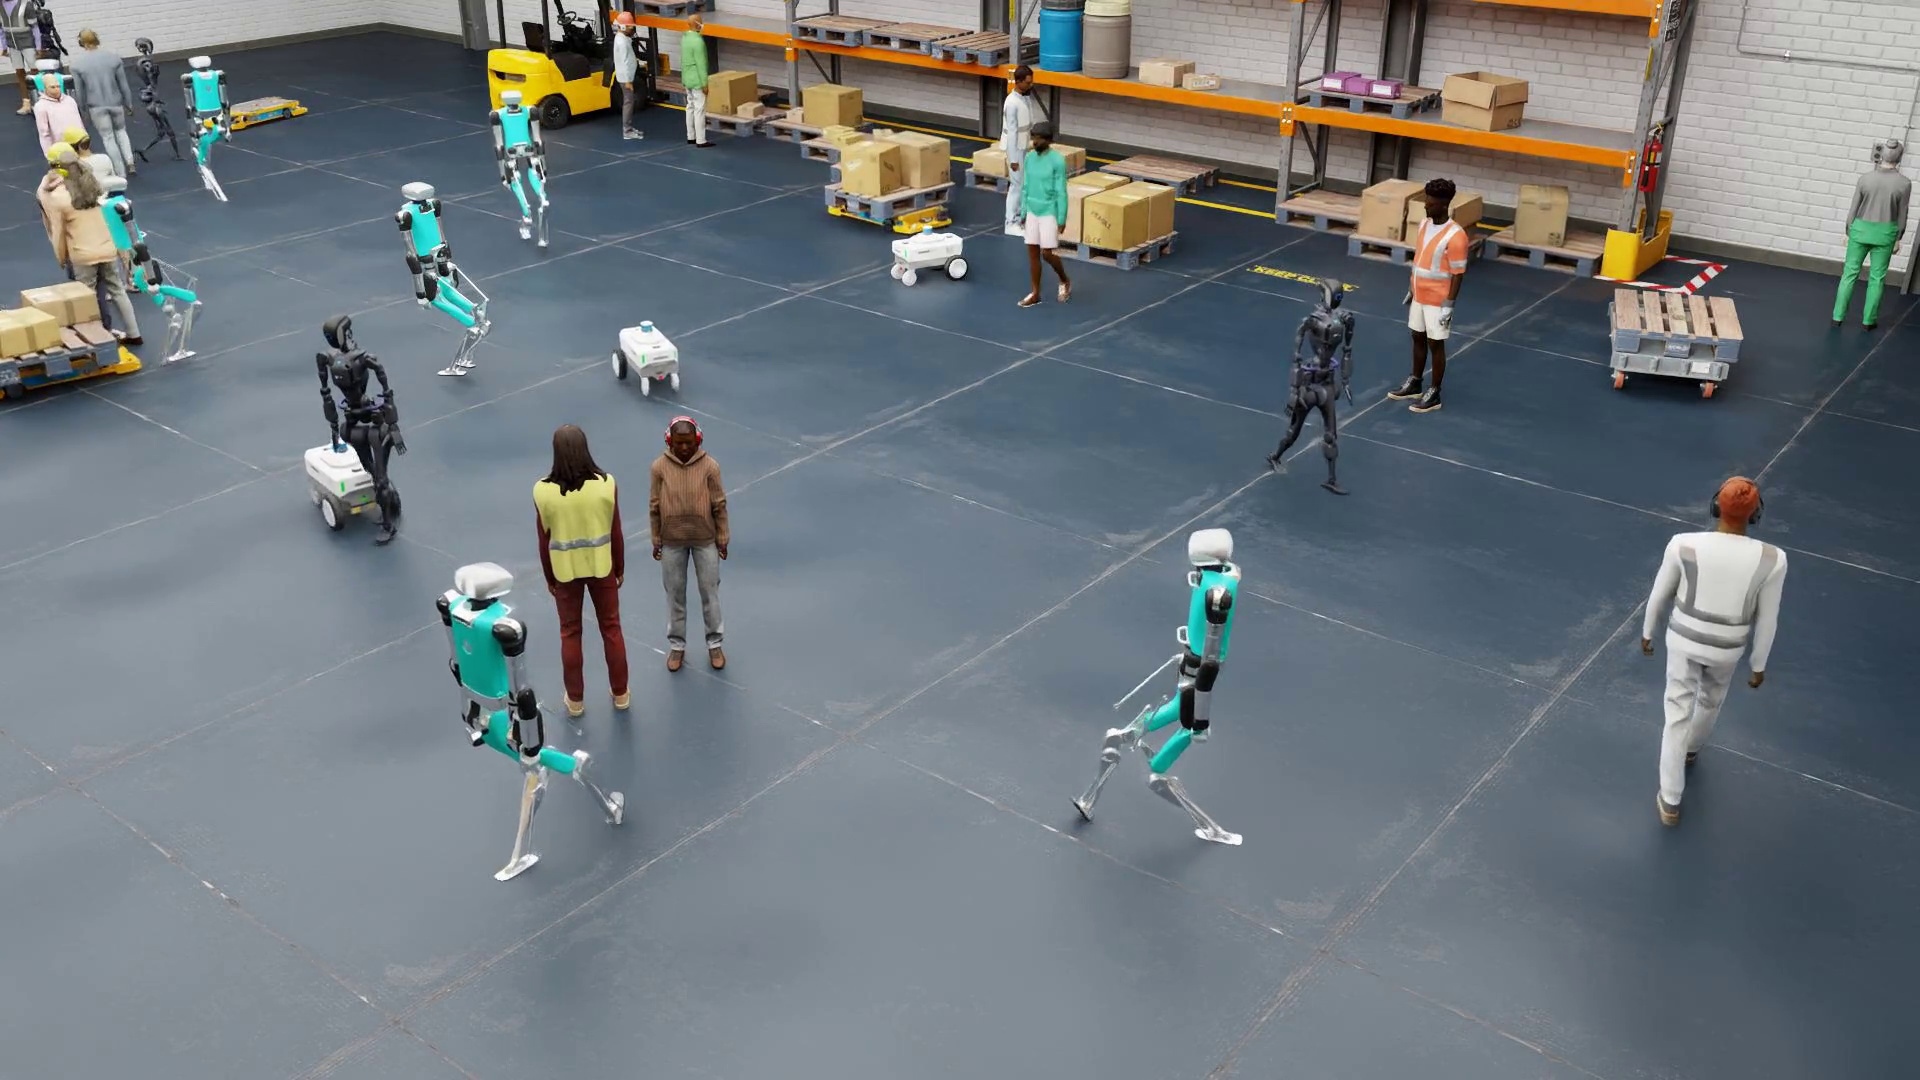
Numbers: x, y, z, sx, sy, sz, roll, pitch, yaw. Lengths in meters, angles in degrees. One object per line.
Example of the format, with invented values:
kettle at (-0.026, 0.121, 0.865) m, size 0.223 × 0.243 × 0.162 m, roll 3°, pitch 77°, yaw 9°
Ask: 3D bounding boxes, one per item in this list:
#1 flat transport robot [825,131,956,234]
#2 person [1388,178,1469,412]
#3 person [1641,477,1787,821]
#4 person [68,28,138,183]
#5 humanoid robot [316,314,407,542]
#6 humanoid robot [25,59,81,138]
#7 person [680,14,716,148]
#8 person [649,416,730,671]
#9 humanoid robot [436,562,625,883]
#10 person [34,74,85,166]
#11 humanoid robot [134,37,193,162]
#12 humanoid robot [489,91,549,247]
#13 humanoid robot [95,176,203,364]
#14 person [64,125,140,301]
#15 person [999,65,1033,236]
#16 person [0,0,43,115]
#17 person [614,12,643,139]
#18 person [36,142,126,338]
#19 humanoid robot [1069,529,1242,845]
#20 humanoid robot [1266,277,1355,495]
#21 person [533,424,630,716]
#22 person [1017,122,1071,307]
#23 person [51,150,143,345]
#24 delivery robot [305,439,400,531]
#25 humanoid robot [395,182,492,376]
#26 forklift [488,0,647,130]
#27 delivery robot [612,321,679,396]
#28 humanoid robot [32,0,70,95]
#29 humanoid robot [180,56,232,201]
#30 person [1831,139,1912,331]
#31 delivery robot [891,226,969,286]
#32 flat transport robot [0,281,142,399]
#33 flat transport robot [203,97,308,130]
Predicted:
flat transport robot at (-0.827, -3.865, 19.574) m, size 1.431 × 0.231 × 0.659 m, roll 23°, pitch 34°, yaw 39°
person at (3.919, -2.039, 13.843) m, size 0.362 × 1.963 × 0.611 m, roll -8°, pitch 27°, yaw -17°
person at (3.900, 0.496, 8.729) m, size 0.604 × 1.841 × 0.923 m, roll 8°, pitch 27°, yaw 17°
person at (-10.821, -5.483, 21.023) m, size 0.634 × 1.919 × 0.509 m, roll -20°, pitch 32°, yaw -36°
humanoid robot at (-4.155, -0.817, 11.658) m, size 0.589 × 1.629 × 0.568 m, roll 6°, pitch 26°, yaw 12°
humanoid robot at (-10.934, -5.010, 20.272) m, size 0.563 × 1.736 × 0.952 m, roll -9°, pitch 27°, yaw -17°
person at (-3.635, -6.322, 22.933) m, size 0.385 × 1.776 × 0.546 m, roll -16°, pitch 30°, yaw -30°
person at (-1.611, 0.008, 9.972) m, size 0.468 × 1.646 × 0.326 m, roll -1°, pitch 26°, yaw -3°
humanoid robot at (-2.036, 0.832, 8.219) m, size 0.562 × 1.814 × 0.887 m, roll 18°, pitch 31°, yaw 32°
person at (-10.224, -4.432, 19.023) m, size 0.415 × 1.774 × 0.537 m, roll 15°, pitch 30°, yaw 29°
humanoid robot at (-10.711, -5.826, 22.070) m, size 0.685 × 1.633 × 0.612 m, roll -13°, pitch 29°, yaw -26°
humanoid robot at (-4.729, -3.964, 18.137) m, size 0.543 × 1.750 × 1.043 m, roll -11°, pitch 28°, yaw -22°
humanoid robot at (-7.139, -2.384, 14.853) m, size 0.530 × 1.817 × 0.766 m, roll 23°, pitch 34°, yaw 39°
person at (-8.608, -3.262, 16.614) m, size 0.371 × 1.756 × 0.550 m, roll 10°, pitch 27°, yaw 19°
person at (0.660, -4.401, 18.806) m, size 0.417 × 1.903 × 0.613 m, roll 8°, pitch 27°, yaw 16°
person at (-14.035, -7.394, 24.845) m, size 0.605 × 2.045 × 0.385 m, roll 1°, pitch 26°, yaw 3°
person at (-4.670, -6.541, 23.423) m, size 0.351 × 1.737 × 0.575 m, roll -4°, pitch 26°, yaw -9°
person at (-8.168, -2.734, 15.400) m, size 0.791 × 1.863 × 0.411 m, roll 13°, pitch 29°, yaw 25°
humanoid robot at (0.963, 0.778, 8.357) m, size 1.017 × 1.796 × 0.535 m, roll 2°, pitch 26°, yaw 5°
humanoid robot at (2.665, -1.184, 12.462) m, size 0.589 × 1.627 × 0.783 m, roll -14°, pitch 29°, yaw -26°
person at (-2.133, 0.189, 9.461) m, size 0.470 × 1.765 × 0.365 m, roll -7°, pitch 27°, yaw -14°
person at (0.816, -3.215, 16.434) m, size 0.528 × 1.833 × 0.500 m, roll 22°, pitch 34°, yaw 38°
person at (-7.890, -2.621, 15.165) m, size 0.414 × 1.865 × 0.608 m, roll 20°, pitch 32°, yaw 35°
delivery robot at (-4.483, -0.439, 12.153) m, size 0.499 × 0.596 × 0.795 m, roll -21°, pitch 33°, yaw -36°
humanoid robot at (-4.375, -2.227, 14.345) m, size 0.739 × 1.673 × 0.531 m, roll 8°, pitch 27°, yaw 16°
forklift at (-5.874, -7.334, 24.552) m, size 1.214 × 2.155 × 2.313 m, roll 19°, pitch 32°, yaw 34°
delivery robot at (-2.727, -1.623, 14.593) m, size 0.499 × 0.586 × 0.765 m, roll -12°, pitch 28°, yaw -24°
humanoid robot at (-14.059, -7.600, 25.686) m, size 0.332 × 1.651 × 0.601 m, roll 2°, pitch 26°, yaw 4°
humanoid robot at (-9.330, -5.083, 20.457) m, size 0.538 × 1.774 × 0.984 m, roll -23°, pitch 34°, yaw -39°
person at (8.666, -2.898, 15.769) m, size 0.509 × 1.839 × 0.340 m, roll 15°, pitch 30°, yaw 28°
delivery robot at (-0.323, -2.989, 17.449) m, size 0.813 × 0.609 × 0.499 m, roll -13°, pitch 29°, yaw -25°
flat transport robot at (-8.100, -1.518, 14.714) m, size 1.431 × 0.231 × 0.659 m, roll -20°, pitch 32°, yaw -36°
flat transport robot at (-10.473, -6.333, 24.685) m, size 0.659 × 0.231 × 1.431 m, roll 12°, pitch 28°, yaw 23°
